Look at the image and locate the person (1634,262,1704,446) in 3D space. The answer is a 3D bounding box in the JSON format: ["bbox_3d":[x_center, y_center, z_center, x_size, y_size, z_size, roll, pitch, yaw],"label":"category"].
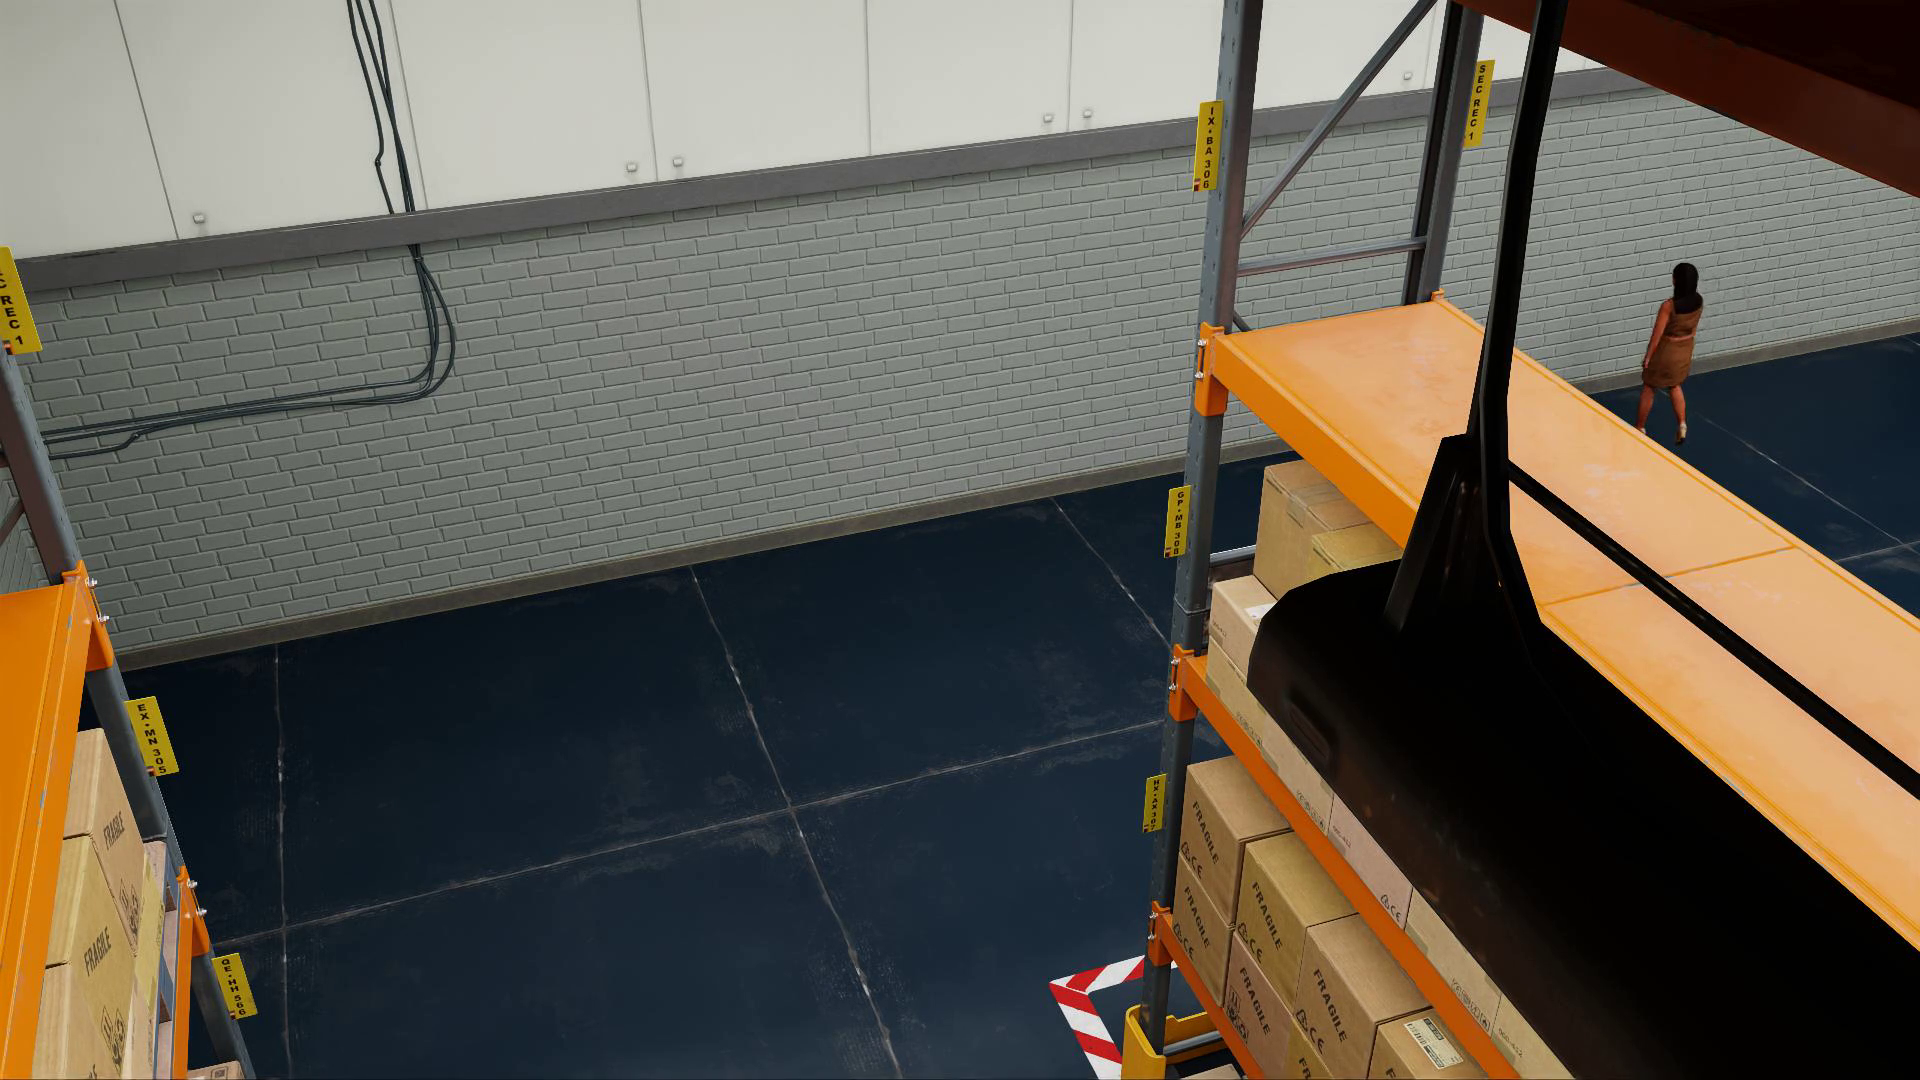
[{"bbox_3d":[5.966,-1.505,13.882,0.607,1.677,0.803,-10,34,-16],"label":"person"}]
